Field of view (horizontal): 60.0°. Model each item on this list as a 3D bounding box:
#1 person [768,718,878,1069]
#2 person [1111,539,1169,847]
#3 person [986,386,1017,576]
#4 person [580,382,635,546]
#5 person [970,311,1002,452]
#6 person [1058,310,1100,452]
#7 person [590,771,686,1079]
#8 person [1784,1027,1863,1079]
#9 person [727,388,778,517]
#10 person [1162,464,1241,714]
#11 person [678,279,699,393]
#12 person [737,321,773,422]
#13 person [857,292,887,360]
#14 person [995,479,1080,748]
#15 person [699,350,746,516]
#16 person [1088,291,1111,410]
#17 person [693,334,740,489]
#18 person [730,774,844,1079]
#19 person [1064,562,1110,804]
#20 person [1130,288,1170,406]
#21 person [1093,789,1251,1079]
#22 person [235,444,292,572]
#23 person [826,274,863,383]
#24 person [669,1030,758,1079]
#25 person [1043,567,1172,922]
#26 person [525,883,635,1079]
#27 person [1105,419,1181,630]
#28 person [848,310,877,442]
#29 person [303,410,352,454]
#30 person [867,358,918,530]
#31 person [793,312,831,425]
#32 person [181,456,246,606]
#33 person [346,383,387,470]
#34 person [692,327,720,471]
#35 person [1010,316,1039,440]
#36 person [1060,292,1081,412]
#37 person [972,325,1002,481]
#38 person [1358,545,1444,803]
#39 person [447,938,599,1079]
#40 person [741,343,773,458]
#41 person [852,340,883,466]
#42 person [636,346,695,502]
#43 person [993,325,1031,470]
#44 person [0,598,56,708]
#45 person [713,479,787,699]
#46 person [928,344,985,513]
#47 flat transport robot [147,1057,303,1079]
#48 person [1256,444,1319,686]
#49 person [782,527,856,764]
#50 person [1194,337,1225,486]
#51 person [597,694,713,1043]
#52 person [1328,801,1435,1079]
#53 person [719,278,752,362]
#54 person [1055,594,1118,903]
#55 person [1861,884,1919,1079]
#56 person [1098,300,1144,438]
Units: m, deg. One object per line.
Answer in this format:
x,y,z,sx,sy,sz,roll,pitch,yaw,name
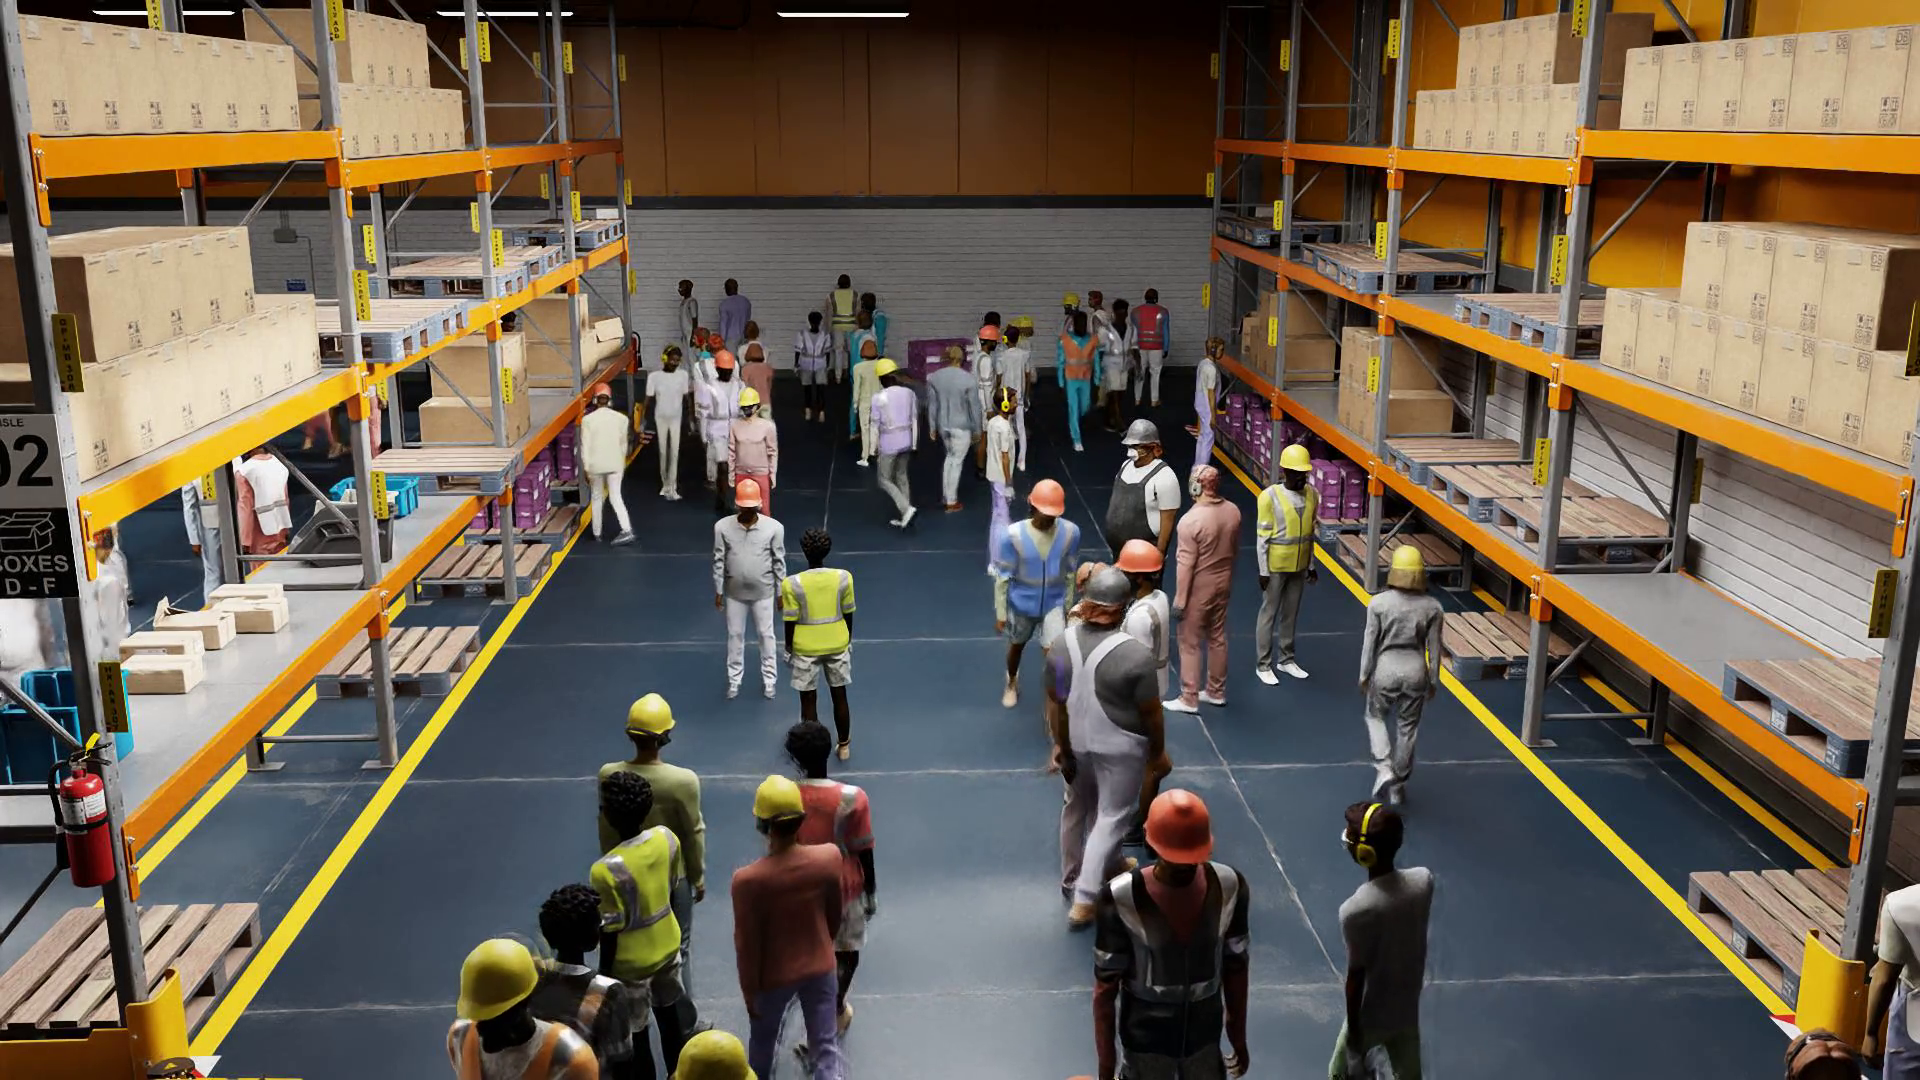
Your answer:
-0.678,1.682,7.861,0.531,1.669,0.707,4,15,15,person
1.089,0.938,10.253,0.385,1.933,0.578,4,15,16,person
0.428,-0.567,16.339,0.406,1.872,0.575,-3,15,-13,person
-3.705,-0.788,17.489,0.570,1.706,0.723,-8,16,-28,person
0.378,-2.109,22.265,0.493,1.909,0.607,-6,15,-22,person
1.593,-2.190,22.610,0.598,1.898,0.735,-4,15,-14,person
-1.407,1.817,7.268,0.322,1.696,0.536,7,16,26,person
2.688,2.326,5.384,0.514,1.642,0.314,1,14,3,person
-2.114,-0.673,16.906,0.523,1.769,0.324,2,15,10,person
1.797,0.366,12.565,0.685,1.902,0.453,-13,19,-41,person
-4.447,-3.340,27.218,0.337,1.845,0.514,-7,16,-26,person
-2.684,-1.994,22.031,0.521,1.807,0.940,-9,17,-31,person
-1.301,-2.887,25.482,0.564,1.825,0.641,-8,17,-30,person
0.547,0.447,12.216,0.629,1.939,1.233,-2,14,-9,person
-2.563,-1.167,18.575,0.562,1.893,0.938,-9,17,-33,person
2.155,-2.918,25.610,0.406,1.829,0.576,4,15,15,person
-2.939,-1.558,20.147,0.587,1.882,0.341,-6,15,-22,person
-0.748,1.827,7.190,0.533,1.718,0.940,-6,16,-24,person
0.839,0.934,10.857,0.307,1.637,0.525,6,16,23,person
2.954,-2.997,25.909,0.630,1.835,0.432,4,15,15,person
0.815,1.888,6.334,0.617,2.029,0.409,-3,15,-12,person
-5.939,-0.067,14.255,0.401,1.908,0.597,3,15,12,person
-1.943,-3.571,28.136,0.622,1.844,0.429,-1,14,-2,person
-0.761,2.323,5.209,0.321,1.737,0.485,6,15,22,person
0.831,1.109,9.366,0.690,2.000,0.884,13,19,41,person
-1.419,2.087,6.208,0.534,1.698,0.322,7,16,26,person
1.450,0.011,13.674,0.538,2.000,0.684,-9,17,-33,person
-1.336,-2.265,23.028,0.522,1.835,0.364,12,19,40,person
-8.605,-2.186,22.299,0.977,2.000,0.717,5,15,20,person
-0.691,-1.020,18.003,0.633,1.897,0.560,-13,19,-42,person
-2.163,-2.519,24.367,0.563,1.637,0.913,-2,14,-7,person
-6.409,-0.096,14.368,0.399,1.906,0.603,8,16,29,person
-7.568,-1.871,21.179,0.618,1.986,0.408,3,15,13,person
-3.184,-1.793,21.177,0.384,1.835,0.561,1,14,2,person
0.918,-2.259,23.226,0.565,1.727,0.502,-5,15,-19,person
1.718,-2.870,25.423,0.403,1.824,0.596,-2,14,-8,person
0.330,-1.696,20.609,0.386,1.929,0.543,-3,15,-11,person
2.866,0.892,10.840,0.519,1.718,0.449,2,14,7,person
-1.438,2.183,5.433,0.597,1.898,0.786,4,15,16,person
-2.637,-1.717,21.333,0.505,1.596,0.779,-10,17,-35,person
-1.154,-1.767,21.465,0.507,1.633,0.276,-7,16,-27,person
-3.450,-1.363,19.509,0.687,1.810,0.871,-4,15,-15,person
0.657,-1.797,21.115,0.511,1.872,0.328,-6,15,-21,person
-6.244,0.819,10.845,0.647,1.880,0.813,-11,18,-36,person
-1.621,0.378,12.828,0.569,1.744,0.350,0,14,1,person
-0.022,-1.280,18.979,0.637,1.918,0.602,10,18,35,person
-3.347,2.628,6.932,0.652,0.197,1.431,0,14,1,flat transport robot
2.607,0.186,13.214,0.585,1.928,0.379,-8,16,-29,person
-0.972,0.743,11.484,0.530,1.697,0.321,-6,15,-21,person
3.040,-1.565,20.283,0.353,1.835,0.518,-1,14,-5,person
-1.471,1.594,8.010,0.526,1.768,0.331,3,15,11,person
1.724,1.916,6.645,0.531,1.820,0.974,-6,16,-24,person
-3.579,-3.190,26.467,0.374,1.933,0.625,12,19,40,person
0.765,1.166,9.523,0.566,1.850,0.389,-14,20,-43,person
3.844,1.937,6.529,0.560,1.836,0.394,1,14,4,person
2.287,-2.417,23.459,0.632,1.912,1.004,-7,16,-25,person
